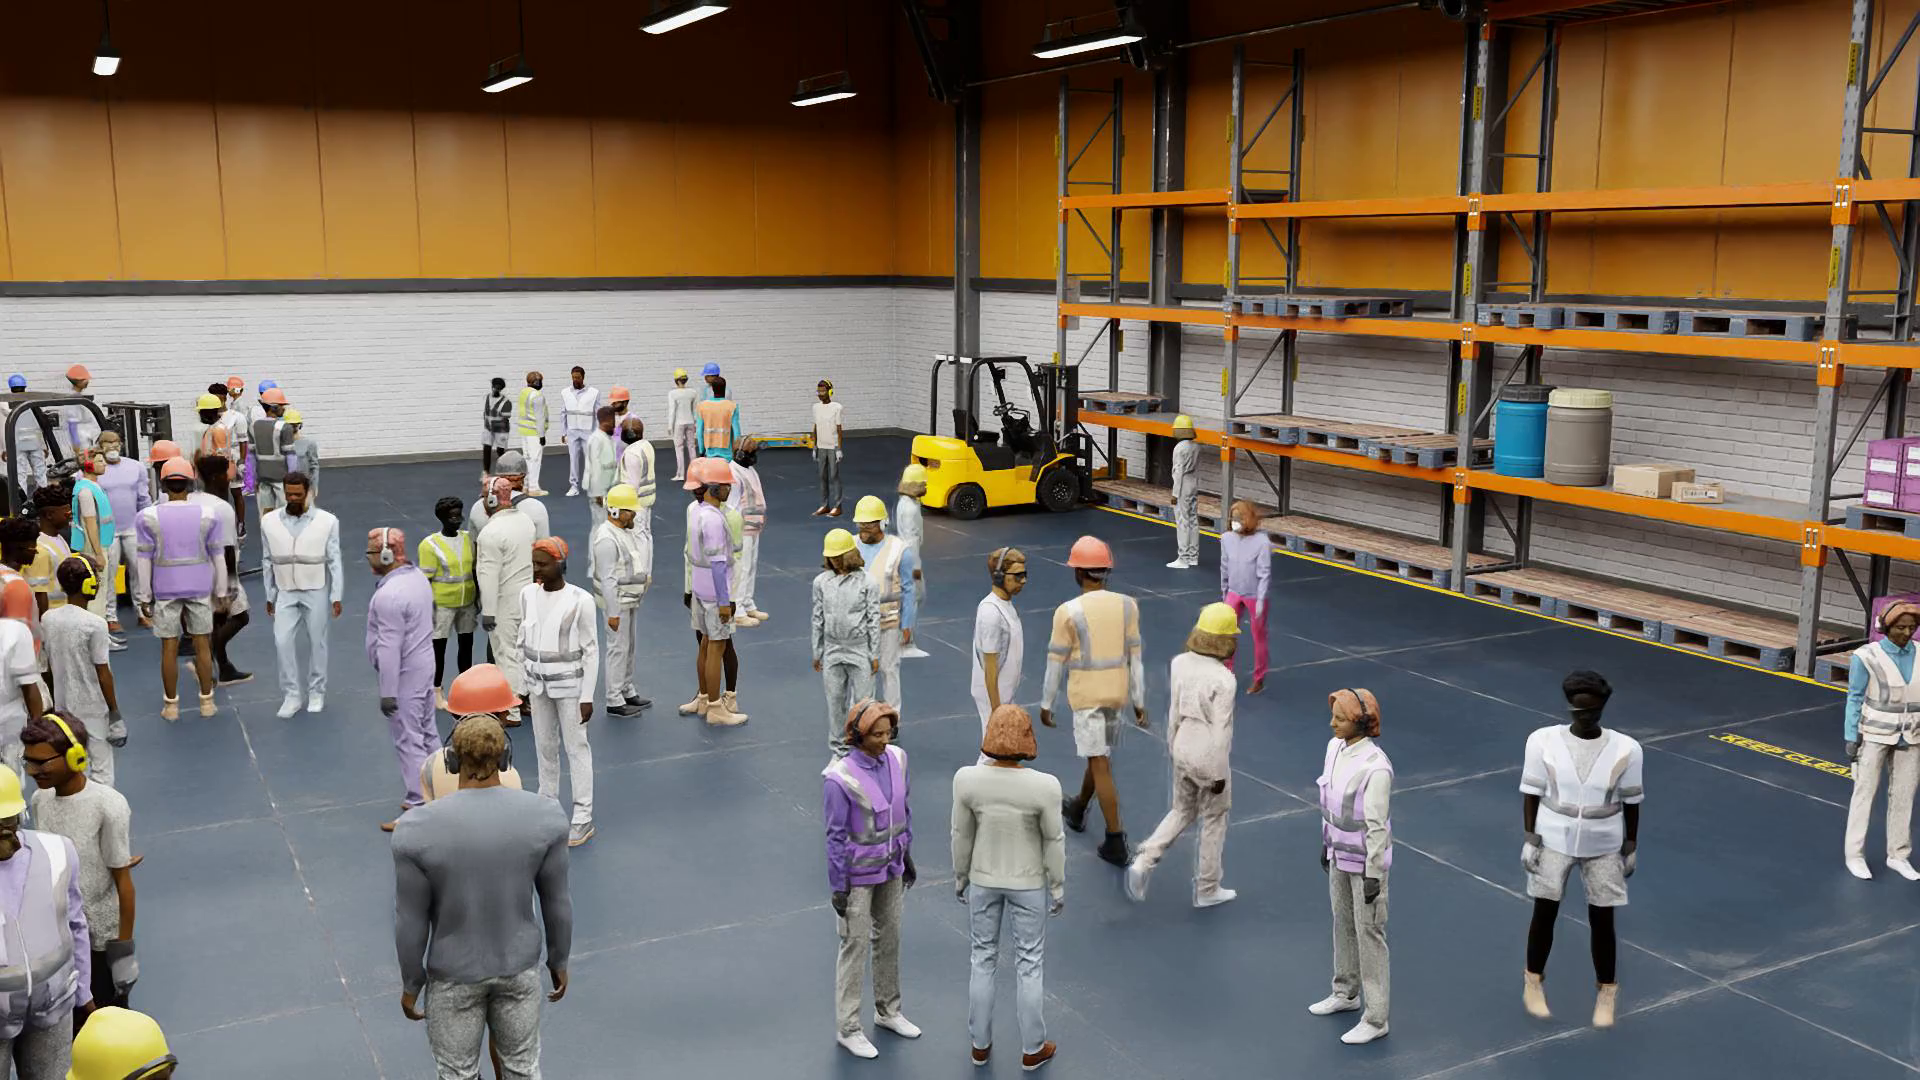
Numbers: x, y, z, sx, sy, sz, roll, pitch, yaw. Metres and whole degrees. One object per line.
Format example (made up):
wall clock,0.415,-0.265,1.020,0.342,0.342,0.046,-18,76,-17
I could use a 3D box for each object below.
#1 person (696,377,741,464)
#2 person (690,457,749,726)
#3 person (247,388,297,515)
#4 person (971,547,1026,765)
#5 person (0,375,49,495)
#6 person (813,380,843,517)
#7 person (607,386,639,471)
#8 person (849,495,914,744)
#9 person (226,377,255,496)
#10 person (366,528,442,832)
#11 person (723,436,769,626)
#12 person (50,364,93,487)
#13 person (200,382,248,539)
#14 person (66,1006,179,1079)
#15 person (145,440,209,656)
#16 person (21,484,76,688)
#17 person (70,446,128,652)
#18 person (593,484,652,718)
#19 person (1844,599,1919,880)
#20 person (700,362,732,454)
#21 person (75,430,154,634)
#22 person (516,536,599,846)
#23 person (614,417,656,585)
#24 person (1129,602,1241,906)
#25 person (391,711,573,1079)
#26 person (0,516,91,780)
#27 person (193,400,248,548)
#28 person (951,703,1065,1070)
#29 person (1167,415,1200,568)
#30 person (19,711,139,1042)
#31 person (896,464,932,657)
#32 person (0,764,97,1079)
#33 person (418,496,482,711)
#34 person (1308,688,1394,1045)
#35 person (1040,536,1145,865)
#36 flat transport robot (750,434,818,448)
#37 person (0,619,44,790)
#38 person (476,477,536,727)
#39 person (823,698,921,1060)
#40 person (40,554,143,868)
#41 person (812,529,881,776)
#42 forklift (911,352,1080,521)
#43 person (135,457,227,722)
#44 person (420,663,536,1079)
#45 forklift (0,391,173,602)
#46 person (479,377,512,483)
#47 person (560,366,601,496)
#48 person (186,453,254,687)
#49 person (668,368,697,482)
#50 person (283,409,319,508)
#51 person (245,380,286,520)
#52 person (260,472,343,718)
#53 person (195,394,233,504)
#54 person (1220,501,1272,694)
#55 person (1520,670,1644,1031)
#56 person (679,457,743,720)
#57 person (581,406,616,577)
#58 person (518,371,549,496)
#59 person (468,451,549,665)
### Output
person,-3.217,-1.225,22.267,0.596,1.918,0.382,2,10,9
person,-1.844,0.389,12.618,0.370,2.044,0.608,-4,11,-20
person,-7.785,-0.710,18.956,0.608,2.039,0.395,4,10,20
person,0.235,0.951,9.954,0.325,1.842,0.513,2,10,9
person,-12.546,-1.244,22.314,0.602,1.940,0.402,-9,13,-41
person,-1.794,-1.240,22.538,0.504,1.861,0.329,6,12,31
person,-4.179,-0.951,20.675,0.401,1.928,0.544,-9,14,-43
person,-0.636,0.578,12.137,0.600,1.829,0.404,3,10,17
person,-10.597,-1.516,24.438,0.333,1.745,0.559,-7,12,-34
person,-3.486,0.858,10.378,0.407,1.895,0.657,0,10,-1
person,-2.070,-0.086,15.971,0.429,1.831,0.639,1,10,8
person,-12.347,-1.442,23.223,0.689,2.021,0.618,-3,10,-17
person,-9.174,-0.981,20.726,0.607,1.966,0.367,1,10,6
person,-2.010,2.001,4.137,0.330,1.765,0.533,4,11,22
person,-6.964,0.072,14.780,0.387,1.929,0.547,0,10,-2
person,-6.411,0.577,11.790,0.381,1.958,0.606,-2,10,-13
person,-7.762,0.084,14.927,0.389,1.850,0.567,-5,11,-26
person,-2.611,0.466,12.826,0.403,1.818,0.604,0,10,2
person,5.302,1.137,9.503,0.527,1.630,0.314,0,10,-3
person,-3.647,-1.675,24.784,0.605,1.944,0.402,7,12,36
person,-7.939,-0.080,15.666,0.637,1.926,0.367,-9,13,-43
person,-2.449,0.910,10.079,0.574,1.883,0.356,5,11,25
person,-3.453,-0.386,17.661,0.429,1.844,0.624,1,10,3
person,1.254,1.184,8.963,0.609,1.715,0.497,-7,12,-37
person,-1.738,1.577,6.119,0.635,1.929,0.381,-5,11,-26
person,-6.157,0.792,10.694,0.634,1.915,0.979,8,13,38
person,-8.914,-0.799,20.091,0.827,1.830,0.484,1,10,6
person,0.213,1.517,7.300,0.507,1.631,0.272,3,10,15
person,2.535,-0.552,18.902,0.319,1.741,0.492,7,12,36
person,-3.380,1.564,6.420,0.526,1.853,0.347,5,11,25
person,-0.457,0.188,14.685,0.427,1.734,0.496,-1,10,-4
person,-3.364,1.663,5.887,0.404,1.831,0.600,8,13,39
person,-3.991,0.489,13.064,0.318,1.691,0.538,8,12,37
person,1.805,1.468,7.600,0.318,1.630,0.513,-2,10,-14
person,0.777,0.925,9.944,0.571,1.892,0.967,-5,11,-27
flat transport robot,-3.284,-1.811,30.376,1.431,0.197,0.652,-1,10,-8
person,-5.241,1.081,8.934,0.605,1.927,0.769,-8,13,-38
person,-3.453,0.465,12.609,0.397,1.900,0.649,2,10,13
person,-0.406,1.495,7.439,0.319,1.631,0.524,8,12,37
person,-5.039,1.007,9.597,0.514,1.861,0.322,5,11,25
person,-0.780,0.771,11.320,0.495,1.727,0.324,3,10,17
forklift,0.460,-1.461,22.833,2.313,2.155,1.214,-5,11,-28
person,-5.941,0.380,12.728,0.618,2.028,0.409,-6,11,-30
person,-1.918,1.455,6.779,0.542,1.939,0.361,7,12,33
forklift,-9.026,-0.363,16.508,1.214,2.155,2.313,6,11,29
person,-7.189,-1.690,25.672,0.586,1.651,0.645,3,10,17
person,-5.555,-1.593,24.390,0.596,1.915,0.374,1,10,3
person,-6.109,0.267,13.586,0.601,1.948,0.533,6,12,33
person,-4.344,-1.797,26.002,0.535,1.766,0.318,-9,14,-43
person,-7.694,-0.630,19.271,0.525,1.772,0.305,-2,10,-10
person,-8.895,-1.096,21.478,0.605,1.939,0.415,3,10,17
person,-5.064,0.429,12.788,0.610,1.899,0.669,-2,10,-10
person,-8.738,-0.756,19.540,0.363,1.928,0.587,-6,12,-31
person,2.264,0.481,13.351,0.509,1.599,0.677,8,13,38
person,2.874,1.417,7.735,0.539,1.689,0.323,4,10,19
person,-1.920,0.375,12.726,0.605,2.035,0.384,9,13,41
person,-3.969,-0.549,18.521,0.470,1.870,0.632,1,10,6
person,-6.279,-1.567,24.528,0.431,1.833,0.641,-7,12,-34
person,-3.503,0.289,13.199,0.686,2.000,0.535,3,10,19
